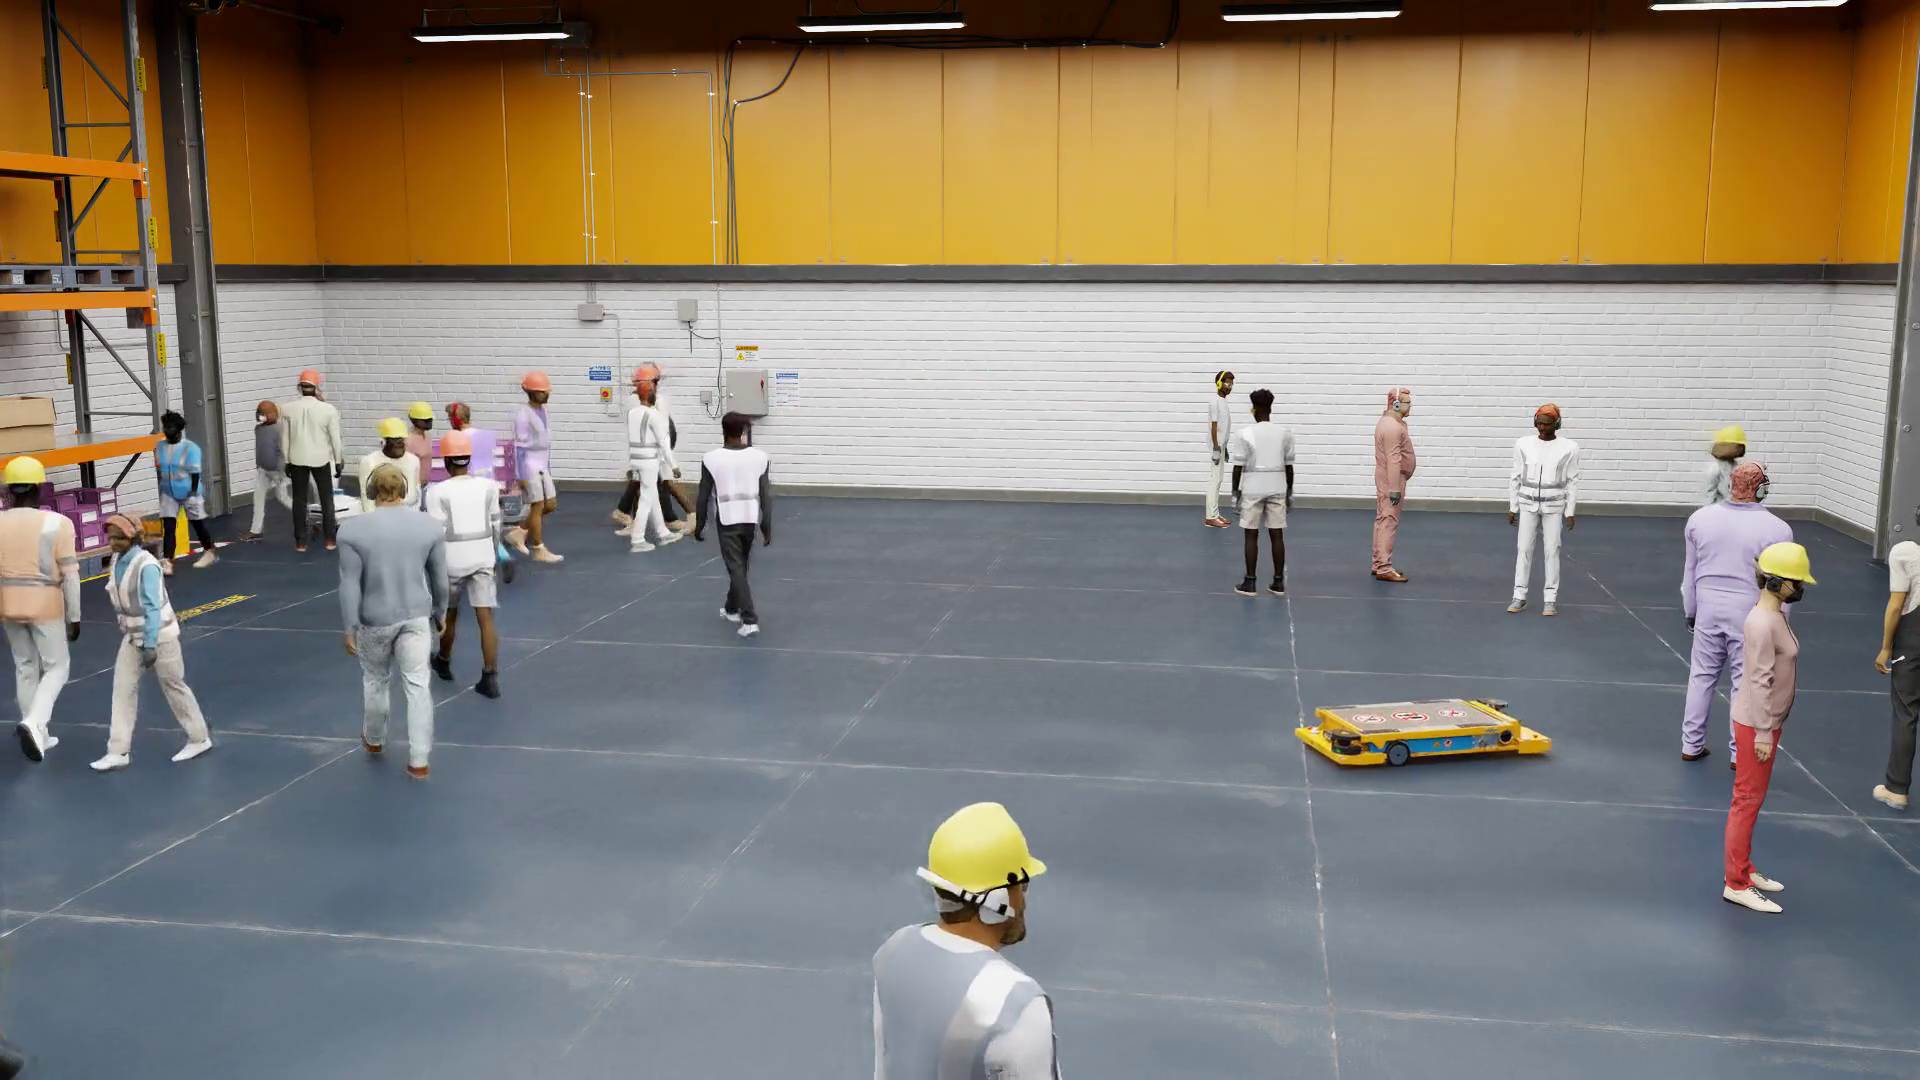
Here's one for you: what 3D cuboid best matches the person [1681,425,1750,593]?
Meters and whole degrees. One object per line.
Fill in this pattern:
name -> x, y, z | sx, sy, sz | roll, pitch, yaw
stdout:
person -> 6.608, -0.143, 14.438 | 0.498, 1.725, 0.702 | -7, 11, -36

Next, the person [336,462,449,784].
person -> -3.440, 0.471, 10.105 | 0.657, 1.890, 0.986 | -5, 10, -28

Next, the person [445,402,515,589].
person -> -4.571, -0.403, 15.750 | 0.573, 1.818, 0.605 | 6, 11, 31

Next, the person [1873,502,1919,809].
person -> 5.459, 0.611, 9.384 | 0.520, 1.843, 0.331 | 1, 9, 8

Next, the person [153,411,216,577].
person -> -7.827, -0.479, 16.733 | 0.536, 1.656, 0.815 | 1, 9, 6

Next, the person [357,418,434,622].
person -> -4.894, -0.166, 14.410 | 0.594, 1.784, 0.942 | -9, 12, -43

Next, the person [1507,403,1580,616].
person -> 5.156, -0.272, 14.737 | 0.572, 1.887, 0.355 | 5, 10, 29

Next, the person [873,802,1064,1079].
person -> -0.031, 1.515, 3.899 | 0.723, 1.809, 0.592 | -5, 11, -30

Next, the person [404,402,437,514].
person -> -5.426, -0.531, 16.825 | 0.861, 1.716, 0.533 | 2, 9, 12

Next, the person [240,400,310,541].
person -> -7.824, -0.806, 18.950 | 0.554, 1.602, 0.753 | 5, 10, 28

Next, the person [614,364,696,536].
person -> -3.438, -1.012, 19.056 | 1.025, 2.001, 0.621 | 2, 9, 13

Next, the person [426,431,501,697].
person -> -3.614, 0.152, 12.096 | 0.554, 1.881, 0.996 | -6, 11, -31

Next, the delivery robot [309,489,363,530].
delivery robot -> -7.072, -0.337, 18.967 | 0.477, 0.478, 0.707 | 4, 10, 24

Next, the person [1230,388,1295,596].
person -> 2.844, -0.451, 15.674 | 0.619, 1.951, 0.408 | -1, 9, -8

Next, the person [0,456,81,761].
person -> -5.759, 0.441, 10.272 | 0.593, 1.909, 0.659 | -1, 9, -6

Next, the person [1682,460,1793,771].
person -> 4.746, 0.461, 10.165 | 0.401, 1.901, 0.646 | -8, 12, -42

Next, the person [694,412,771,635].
person -> -1.905, -0.149, 14.092 | 0.611, 1.867, 1.041 | -5, 10, -29

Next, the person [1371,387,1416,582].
person -> 4.285, -0.550, 16.400 | 0.402, 1.906, 0.651 | 1, 9, 8

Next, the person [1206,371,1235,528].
person -> 3.114, -1.086, 19.856 | 0.321, 1.865, 0.519 | 3, 10, 19

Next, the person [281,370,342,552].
person -> -7.067, -0.864, 18.168 | 0.620, 1.973, 0.481 | -2, 9, -10

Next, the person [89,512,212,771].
person -> -4.970, 0.616, 10.106 | 0.536, 1.595, 0.809 | 6, 11, 34

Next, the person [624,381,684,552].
person -> -3.331, -0.812, 18.181 | 0.780, 1.849, 0.594 | -8, 12, -41

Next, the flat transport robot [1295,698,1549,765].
flat transport robot -> 2.926, 1.206, 10.563 | 1.431, 0.197, 0.652 | -2, 9, -13

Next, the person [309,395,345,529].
person -> -7.543, -0.925, 19.605 | 0.525, 1.619, 0.493 | -2, 9, -13

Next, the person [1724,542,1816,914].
person -> 3.868, 0.880, 7.973 | 0.317, 1.765, 0.522 | 5, 10, 28

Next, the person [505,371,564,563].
person -> -4.436, -0.751, 17.281 | 0.565, 2.024, 0.644 | 2, 9, 10

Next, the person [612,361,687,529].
person -> -3.722, -1.152, 19.716 | 0.988, 2.000, 0.685 | 1, 9, 7
